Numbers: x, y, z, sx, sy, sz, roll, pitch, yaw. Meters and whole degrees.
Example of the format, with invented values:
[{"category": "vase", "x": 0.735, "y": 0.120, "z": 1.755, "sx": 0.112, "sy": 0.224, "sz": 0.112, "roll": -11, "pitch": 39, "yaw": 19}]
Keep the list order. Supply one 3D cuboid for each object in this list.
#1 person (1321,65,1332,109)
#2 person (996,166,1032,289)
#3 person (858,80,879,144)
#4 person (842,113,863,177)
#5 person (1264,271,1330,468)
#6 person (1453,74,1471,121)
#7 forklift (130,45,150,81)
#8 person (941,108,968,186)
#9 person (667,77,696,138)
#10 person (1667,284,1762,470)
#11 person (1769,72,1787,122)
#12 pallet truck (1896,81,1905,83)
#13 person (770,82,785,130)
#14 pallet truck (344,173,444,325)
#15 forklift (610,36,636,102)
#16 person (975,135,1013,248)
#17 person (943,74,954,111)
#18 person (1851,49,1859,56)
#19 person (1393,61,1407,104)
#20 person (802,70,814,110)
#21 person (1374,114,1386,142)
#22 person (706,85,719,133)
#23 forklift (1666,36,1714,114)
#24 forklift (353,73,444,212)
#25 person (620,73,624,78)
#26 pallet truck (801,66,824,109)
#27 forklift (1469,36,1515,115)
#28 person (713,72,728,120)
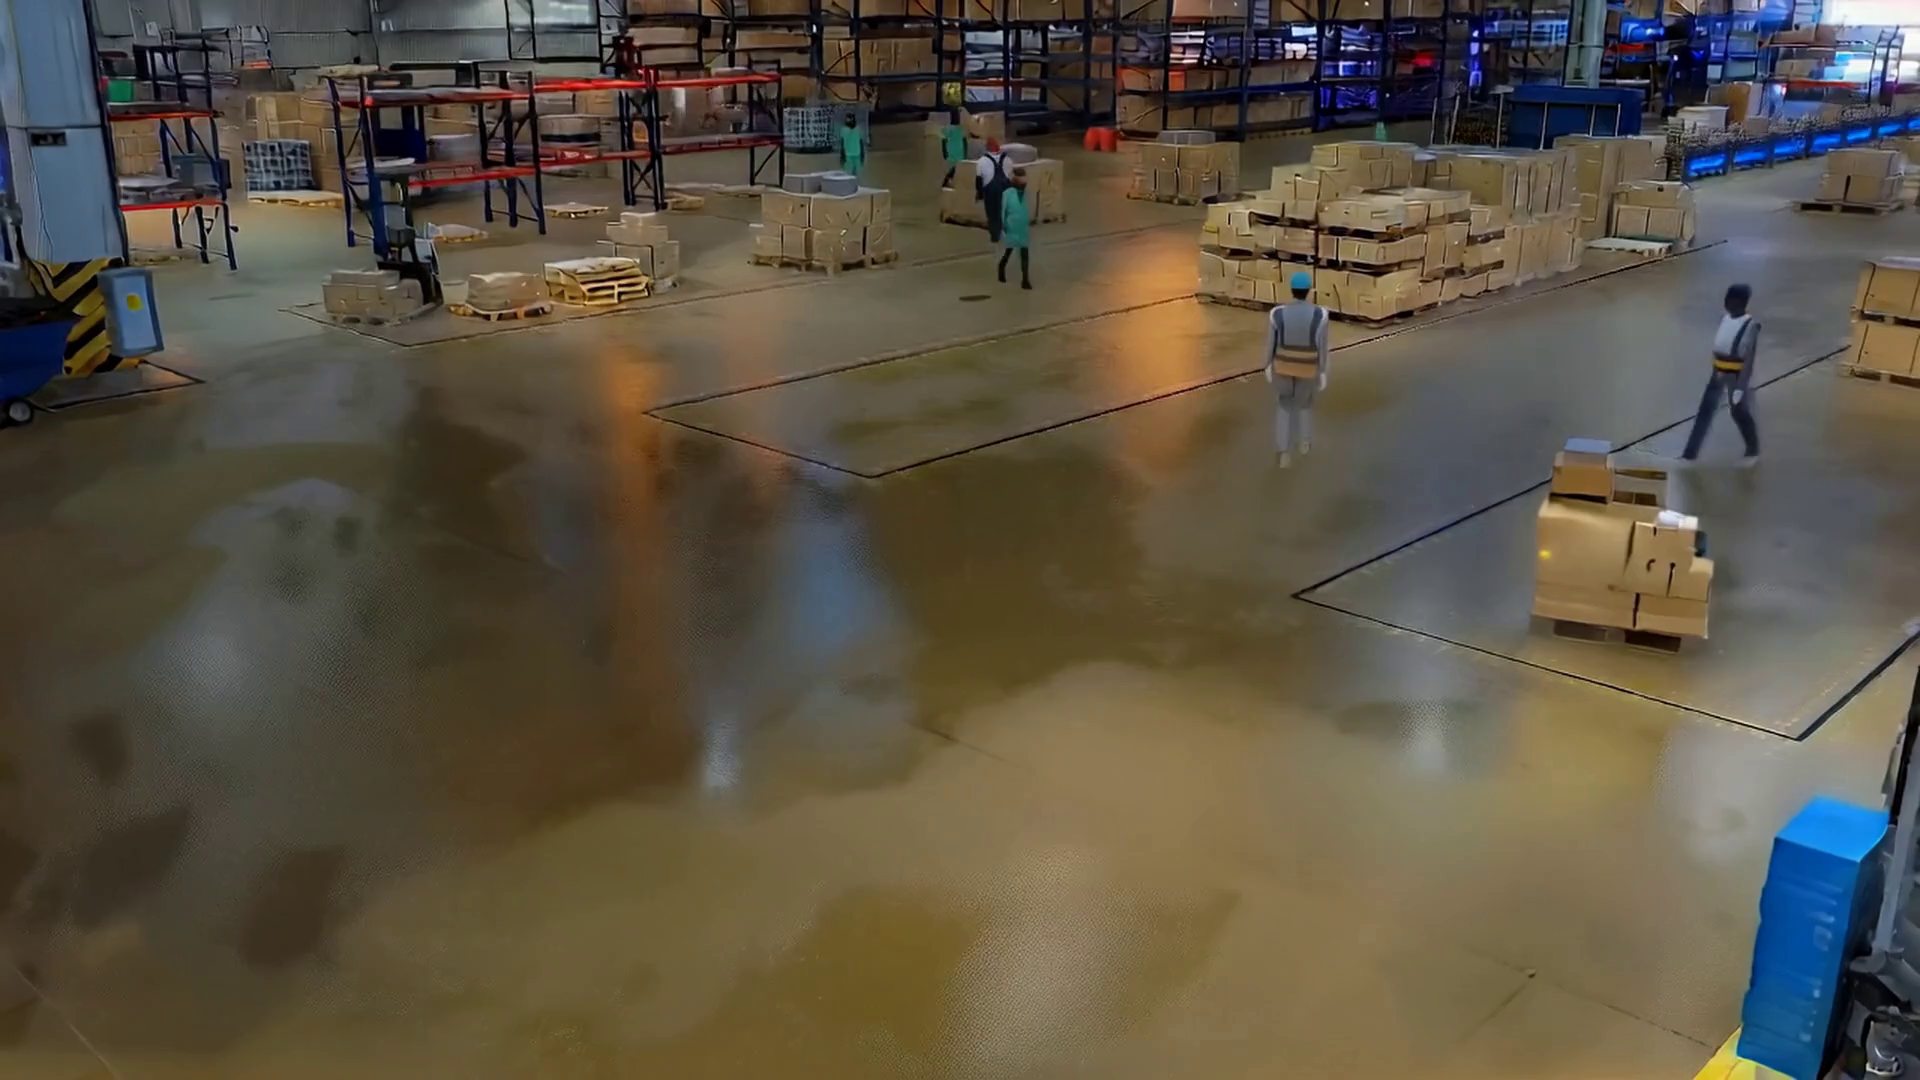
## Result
[{"category": "person", "x": 13.828, "y": -16.950, "z": 62.591, "sx": 0.533, "sy": 1.767, "sz": 0.313, "roll": 13, "pitch": 22, "yaw": 33}, {"category": "person", "x": 0.861, "y": -4.952, "z": 26.234, "sx": 0.549, "sy": 1.909, "sz": 0.879, "roll": -7, "pitch": 20, "yaw": -21}, {"category": "person", "x": -2.734, "y": -12.879, "z": 50.139, "sx": 0.595, "sy": 1.892, "sz": 0.796, "roll": -6, "pitch": 19, "yaw": -19}, {"category": "person", "x": -2.441, "y": -8.750, "z": 37.749, "sx": 0.533, "sy": 1.852, "sz": 0.475, "roll": -9, "pitch": 20, "yaw": -25}, {"category": "person", "x": 3.341, "y": -1.724, "z": 16.499, "sx": 0.643, "sy": 1.897, "sz": 0.969, "roll": 6, "pitch": 19, "yaw": 16}, {"category": "person", "x": 17.747, "y": -15.604, "z": 58.703, "sx": 0.599, "sy": 1.634, "sz": 0.879, "roll": 14, "pitch": 23, "yaw": 37}, {"category": "forklift", "x": -25.517, "y": -14.043, "z": 52.092, "sx": 1.873, "sy": 2.768, "sz": 1.129, "roll": -9, "pitch": 20, "yaw": -25}, {"category": "person", "x": -0.158, "y": -9.032, "z": 38.488, "sx": 0.618, "sy": 1.930, "sz": 0.957, "roll": -14, "pitch": 23, "yaw": -36}, {"category": "person", "x": -8.882, "y": -13.626, "z": 52.397, "sx": 1.024, "sy": 1.894, "sz": 0.647, "roll": 8, "pitch": 20, "yaw": 22}, {"category": "person", "x": 7.501, "y": -1.573, "z": 16.162, "sx": 0.976, "sy": 1.838, "sz": 0.593, "roll": -4, "pitch": 19, "yaw": -13}, {"category": "person", "x": 25.577, "y": -13.578, "z": 51.997, "sx": 0.378, "sy": 2.042, "sz": 0.615, "roll": -7, "pitch": 20, "yaw": -21}, {"category": "pallet truck", "x": 34.802, "y": -16.331, "z": 61.455, "sx": 0.653, "sy": 1.274, "sz": 1.630, "roll": 17, "pitch": 25, "yaw": 41}, {"category": "person", "x": -5.998, "y": -14.428, "z": 55.276, "sx": 0.825, "sy": 1.597, "sz": 0.520, "roll": 17, "pitch": 25, "yaw": 41}, {"category": "pallet truck", "x": -8.209, "y": -4.181, "z": 23.757, "sx": 0.823, "sy": 1.965, "sz": 1.885, "roll": 3, "pitch": 19, "yaw": 9}, {"category": "forklift", "x": -12.563, "y": -17.351, "z": 62.059, "sx": 1.129, "sy": 2.768, "sz": 1.873, "roll": 17, "pitch": 25, "yaw": 41}, {"category": "person", "x": 0.575, "y": -6.347, "z": 30.217, "sx": 0.711, "sy": 2.000, "sz": 0.697, "roll": -8, "pitch": 20, "yaw": -24}, {"category": "person", "x": -0.366, "y": -15.552, "z": 58.520, "sx": 0.625, "sy": 1.679, "sz": 0.540, "roll": -16, "pitch": 24, "yaw": -40}, {"category": "person", "x": 40.179, "y": -21.156, "z": 74.905, "sx": 0.609, "sy": 1.995, "sz": 0.376, "roll": -12, "pitch": 22, "yaw": -31}, {"category": "person", "x": 16.818, "y": -17.419, "z": 63.796, "sx": 0.529, "sy": 1.889, "sz": 0.662, "roll": -16, "pitch": 24, "yaw": -39}, {"category": "person", "x": -5.092, "y": -14.750, "z": 55.731, "sx": 0.419, "sy": 1.917, "sz": 0.662, "roll": 0, "pitch": 18, "yaw": -1}, {"category": "person", "x": 10.190, "y": -9.605, "z": 40.694, "sx": 0.573, "sy": 1.620, "sz": 0.521, "roll": 6, "pitch": 19, "yaw": 17}, {"category": "person", "x": -8.113, "y": -14.127, "z": 54.203, "sx": 0.560, "sy": 1.679, "sz": 0.534, "roll": 3, "pitch": 19, "yaw": 10}, {"category": "forklift", "x": 27.341, "y": -17.291, "z": 61.877, "sx": 1.129, "sy": 2.768, "sz": 1.873, "roll": 17, "pitch": 25, "yaw": 41}, {"category": "forklift", "x": -12.033, "y": -8.468, "z": 35.294, "sx": 1.129, "sy": 2.768, "sz": 1.873, "roll": 3, "pitch": 19, "yaw": 9}, {"category": "person", "x": -10.591, "y": -13.660, "z": 52.317, "sx": 0.371, "sy": 1.997, "sz": 0.622, "roll": 9, "pitch": 20, "yaw": 24}, {"category": "pallet truck", "x": -4.812, "y": -15.182, "z": 56.903, "sx": 0.823, "sy": 1.965, "sz": 1.885, "roll": -9, "pitch": 21, "yaw": -26}, {"category": "forklift", "x": 19.973, "y": -17.201, "z": 61.605, "sx": 1.873, "sy": 2.768, "sz": 1.129, "roll": 16, "pitch": 24, "yaw": 40}, {"category": "person", "x": -8.012, "y": -14.788, "z": 55.832, "sx": 0.571, "sy": 1.915, "sz": 0.570, "roll": 11, "pitch": 21, "yaw": 30}]
